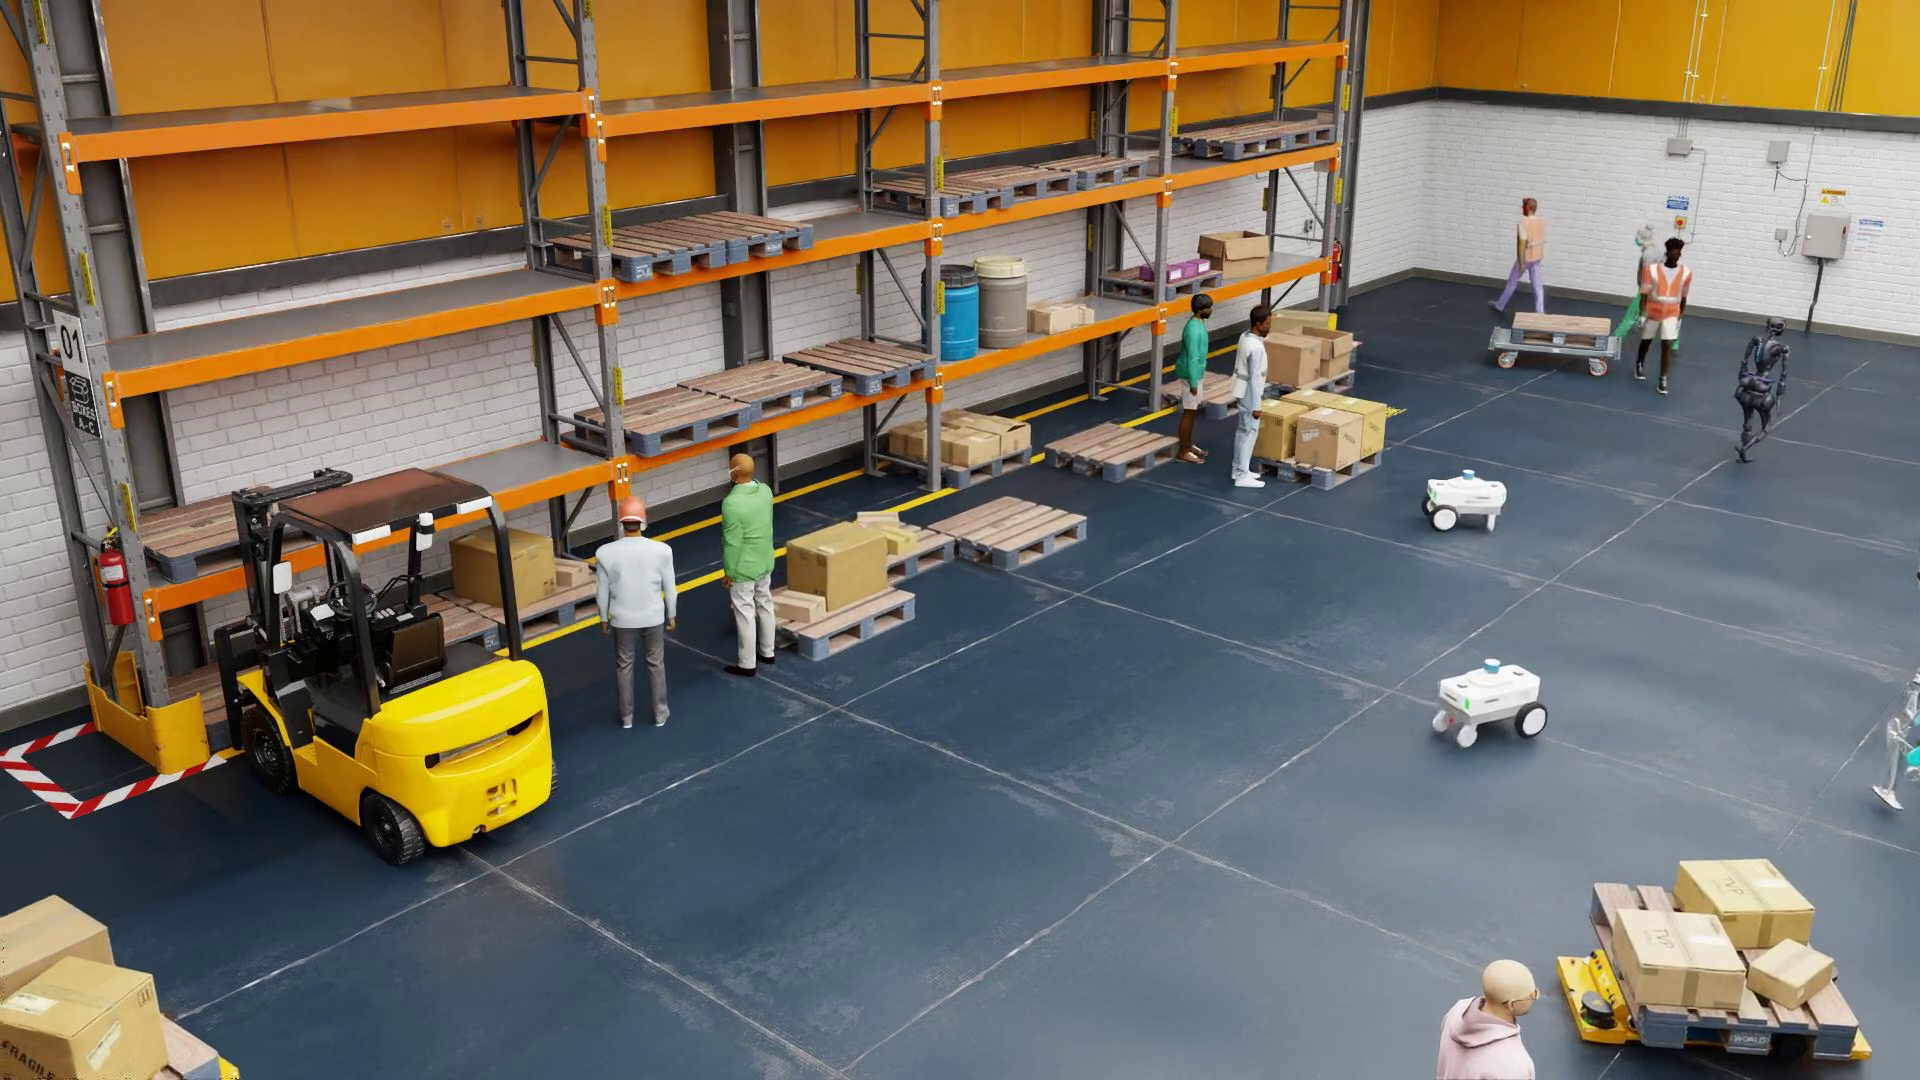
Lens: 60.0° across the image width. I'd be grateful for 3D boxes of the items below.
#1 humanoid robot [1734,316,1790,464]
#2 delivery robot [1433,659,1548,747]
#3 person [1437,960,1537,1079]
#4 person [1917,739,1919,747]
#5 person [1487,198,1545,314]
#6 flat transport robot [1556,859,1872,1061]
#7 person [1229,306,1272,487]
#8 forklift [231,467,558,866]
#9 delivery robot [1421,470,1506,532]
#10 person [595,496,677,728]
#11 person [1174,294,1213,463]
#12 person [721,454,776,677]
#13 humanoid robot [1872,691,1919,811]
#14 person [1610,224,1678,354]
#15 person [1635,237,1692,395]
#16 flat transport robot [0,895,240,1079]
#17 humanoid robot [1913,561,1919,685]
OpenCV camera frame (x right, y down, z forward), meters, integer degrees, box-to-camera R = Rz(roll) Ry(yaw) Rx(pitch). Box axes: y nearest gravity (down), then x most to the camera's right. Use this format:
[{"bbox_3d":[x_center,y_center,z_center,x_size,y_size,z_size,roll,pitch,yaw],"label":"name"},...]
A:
[{"bbox_3d":[8.524,-1.599,17.866,0.468,1.645,0.606,-9,22,-24],"label":"humanoid robot"},{"bbox_3d":[3.828,1.141,12.018,0.757,0.575,0.499,-9,22,-23],"label":"delivery robot"},{"bbox_3d":[2.077,2.461,6.693,0.398,1.781,0.539,-4,21,-11],"label":"person"},{"bbox_3d":[6.934,0.822,11.090,0.558,1.815,1.021,-2,20,-5],"label":"person"},{"bbox_3d":[8.362,-4.163,24.633,0.577,1.772,1.032,-12,23,-29],"label":"person"},{"bbox_3d":[4.002,2.458,8.892,1.431,0.231,0.659,2,20,7],"label":"flat transport robot"},{"bbox_3d":[2.997,-1.485,17.213,0.399,1.909,0.597,-1,20,-3],"label":"person"},{"bbox_3d":[-3.730,0.710,10.856,2.313,2.155,1.214,17,26,38],"label":"forklift"},{"bbox_3d":[4.882,-0.374,16.176,0.784,0.612,0.525,2,20,4],"label":"delivery robot"},{"bbox_3d":[-2.325,0.523,12.010,0.571,1.740,0.351,-4,21,-10],"label":"person"},{"bbox_3d":[2.524,-1.761,18.054,0.404,1.843,0.496,5,21,13],"label":"person"},{"bbox_3d":[-1.639,0.186,12.861,0.383,1.784,0.538,12,23,29],"label":"person"},{"bbox_3d":[6.265,1.035,10.647,0.548,1.738,0.958,-14,25,-34],"label":"humanoid robot"},{"bbox_3d":[9.383,-3.424,22.703,1.100,1.760,0.537,16,26,37],"label":"person"},{"bbox_3d":[8.834,-2.876,20.955,0.594,1.928,0.974,4,21,12],"label":"person"},{"bbox_3d":[-4.323,2.782,8.014,0.659,0.231,1.431,14,24,33],"label":"flat transport robot"},{"bbox_3d":[7.450,0.314,12.585,1.030,1.735,0.560,-16,26,-37],"label":"humanoid robot"}]
